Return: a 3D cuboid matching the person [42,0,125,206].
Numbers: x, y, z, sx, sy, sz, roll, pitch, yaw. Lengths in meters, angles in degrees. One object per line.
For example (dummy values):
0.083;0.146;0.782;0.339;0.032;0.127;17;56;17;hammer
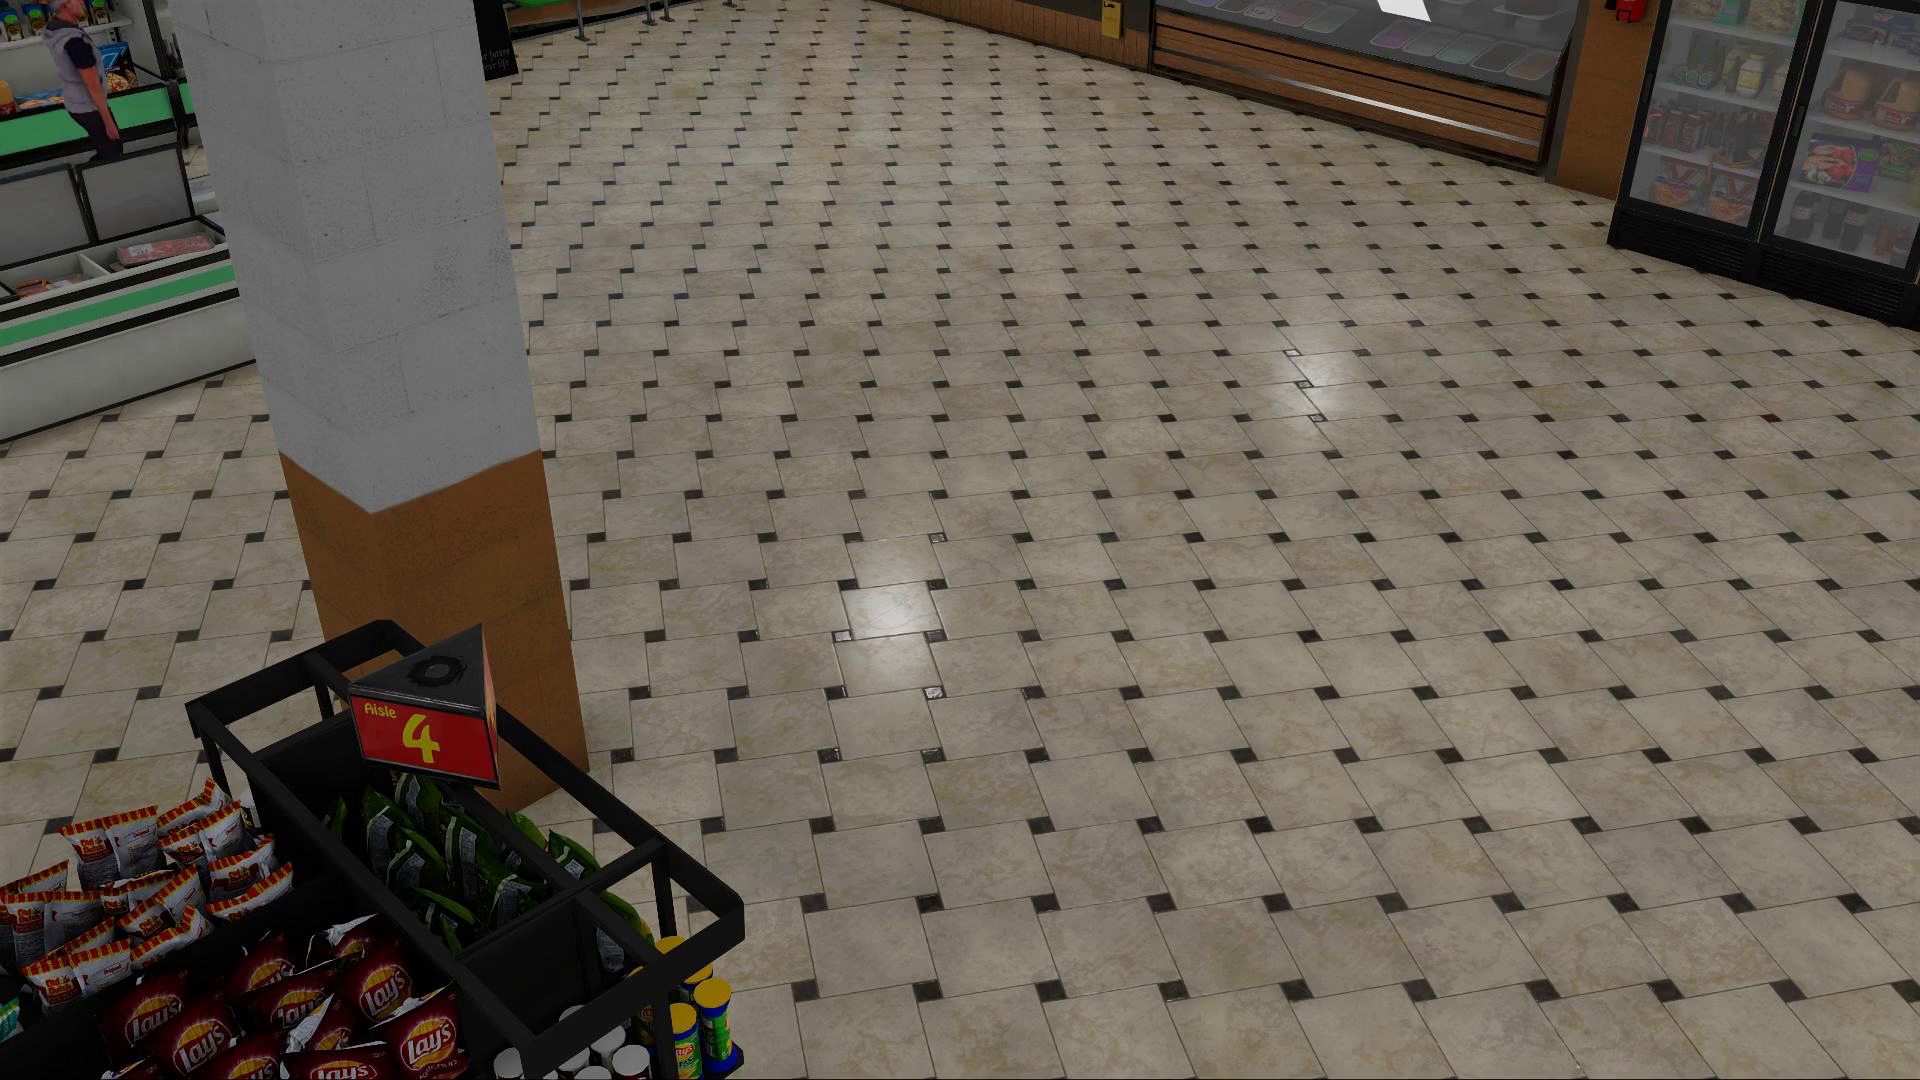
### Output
-6.181;-2.977;11.656;0.831;1.813;0.733;-24;39;-33;person
